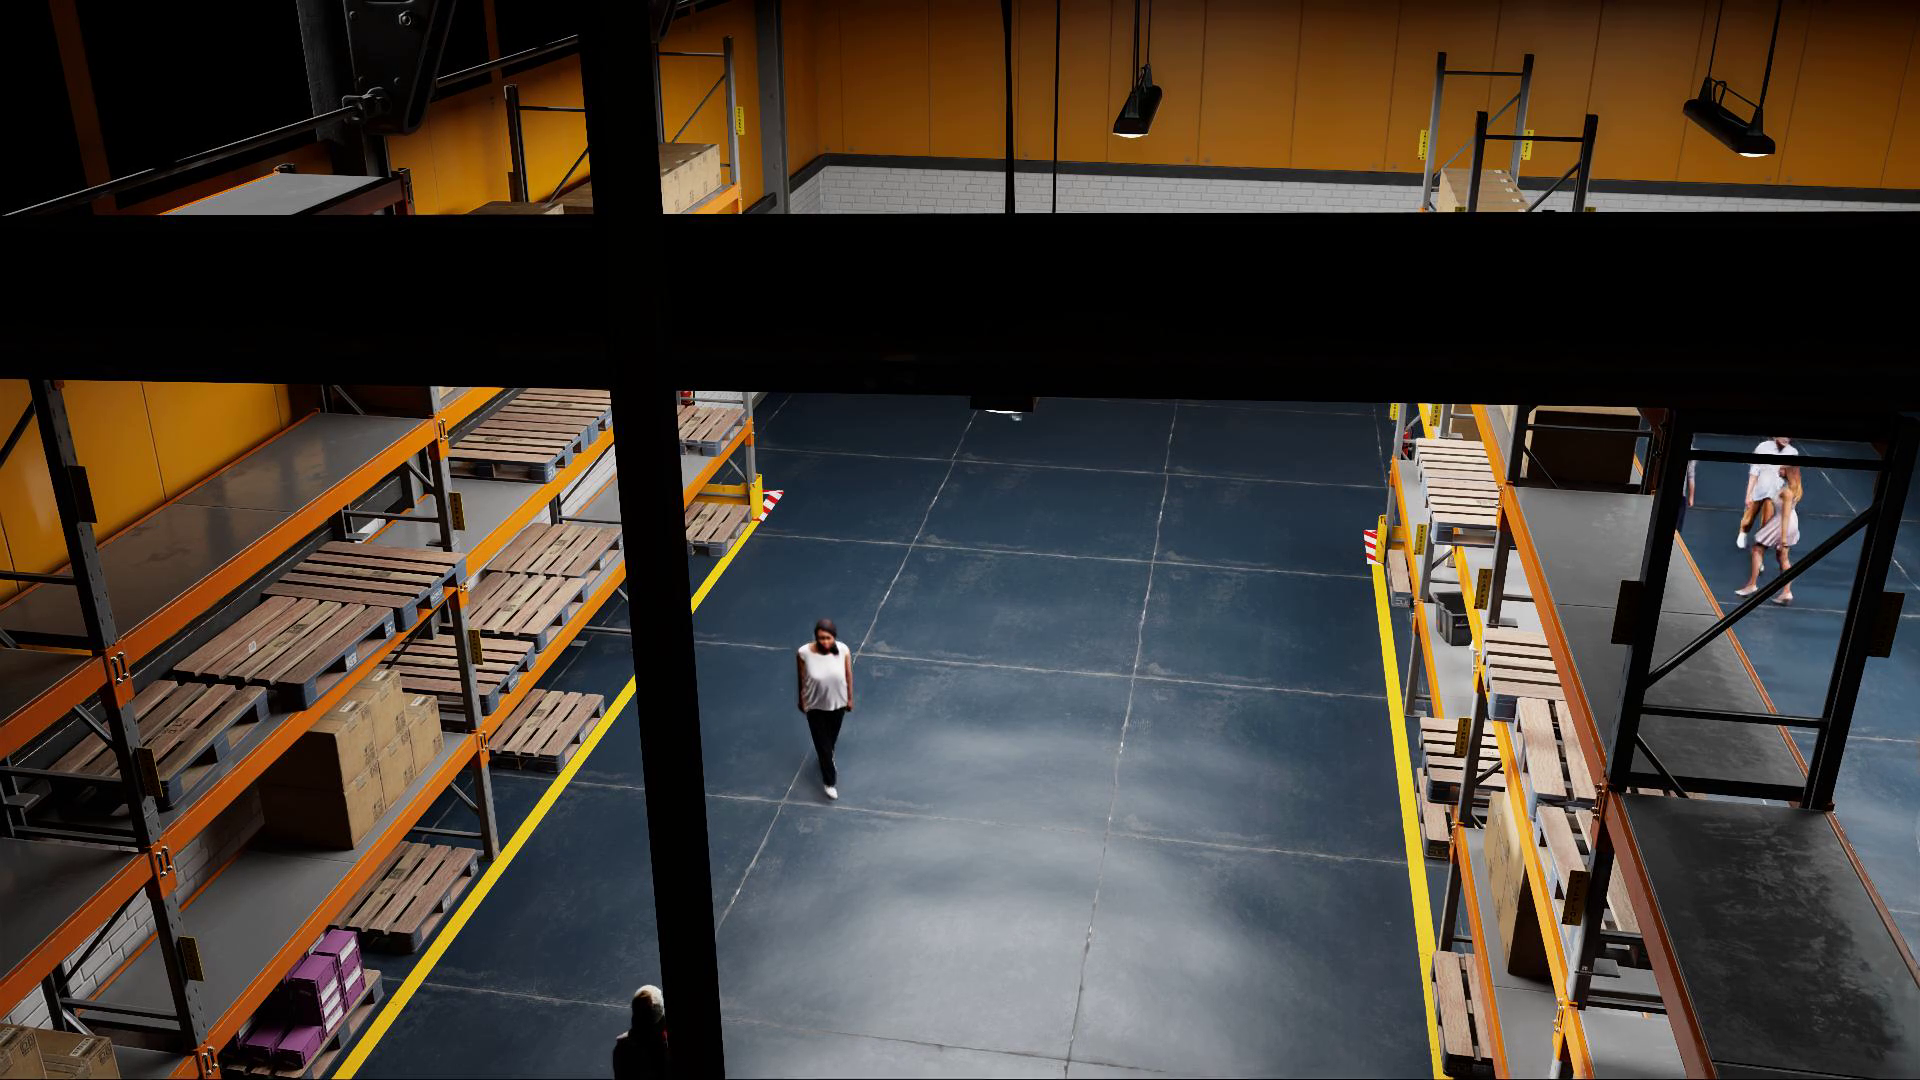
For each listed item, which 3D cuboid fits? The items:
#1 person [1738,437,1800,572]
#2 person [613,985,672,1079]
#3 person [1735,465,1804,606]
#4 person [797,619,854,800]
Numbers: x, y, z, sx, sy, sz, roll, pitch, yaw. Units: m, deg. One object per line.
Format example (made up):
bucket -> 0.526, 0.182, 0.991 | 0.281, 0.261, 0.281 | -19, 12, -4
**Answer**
person -> 9.685, -0.586, 20.035 | 0.757, 1.795, 1.155 | 7, 25, 16
person -> -1.878, 3.613, 10.344 | 0.758, 1.862, 1.050 | 1, 24, 3
person -> 9.430, -0.062, 18.899 | 0.829, 1.746, 0.846 | 18, 29, 35
person -> -1.246, 1.482, 15.488 | 0.979, 1.648, 1.216 | -6, 24, -14
